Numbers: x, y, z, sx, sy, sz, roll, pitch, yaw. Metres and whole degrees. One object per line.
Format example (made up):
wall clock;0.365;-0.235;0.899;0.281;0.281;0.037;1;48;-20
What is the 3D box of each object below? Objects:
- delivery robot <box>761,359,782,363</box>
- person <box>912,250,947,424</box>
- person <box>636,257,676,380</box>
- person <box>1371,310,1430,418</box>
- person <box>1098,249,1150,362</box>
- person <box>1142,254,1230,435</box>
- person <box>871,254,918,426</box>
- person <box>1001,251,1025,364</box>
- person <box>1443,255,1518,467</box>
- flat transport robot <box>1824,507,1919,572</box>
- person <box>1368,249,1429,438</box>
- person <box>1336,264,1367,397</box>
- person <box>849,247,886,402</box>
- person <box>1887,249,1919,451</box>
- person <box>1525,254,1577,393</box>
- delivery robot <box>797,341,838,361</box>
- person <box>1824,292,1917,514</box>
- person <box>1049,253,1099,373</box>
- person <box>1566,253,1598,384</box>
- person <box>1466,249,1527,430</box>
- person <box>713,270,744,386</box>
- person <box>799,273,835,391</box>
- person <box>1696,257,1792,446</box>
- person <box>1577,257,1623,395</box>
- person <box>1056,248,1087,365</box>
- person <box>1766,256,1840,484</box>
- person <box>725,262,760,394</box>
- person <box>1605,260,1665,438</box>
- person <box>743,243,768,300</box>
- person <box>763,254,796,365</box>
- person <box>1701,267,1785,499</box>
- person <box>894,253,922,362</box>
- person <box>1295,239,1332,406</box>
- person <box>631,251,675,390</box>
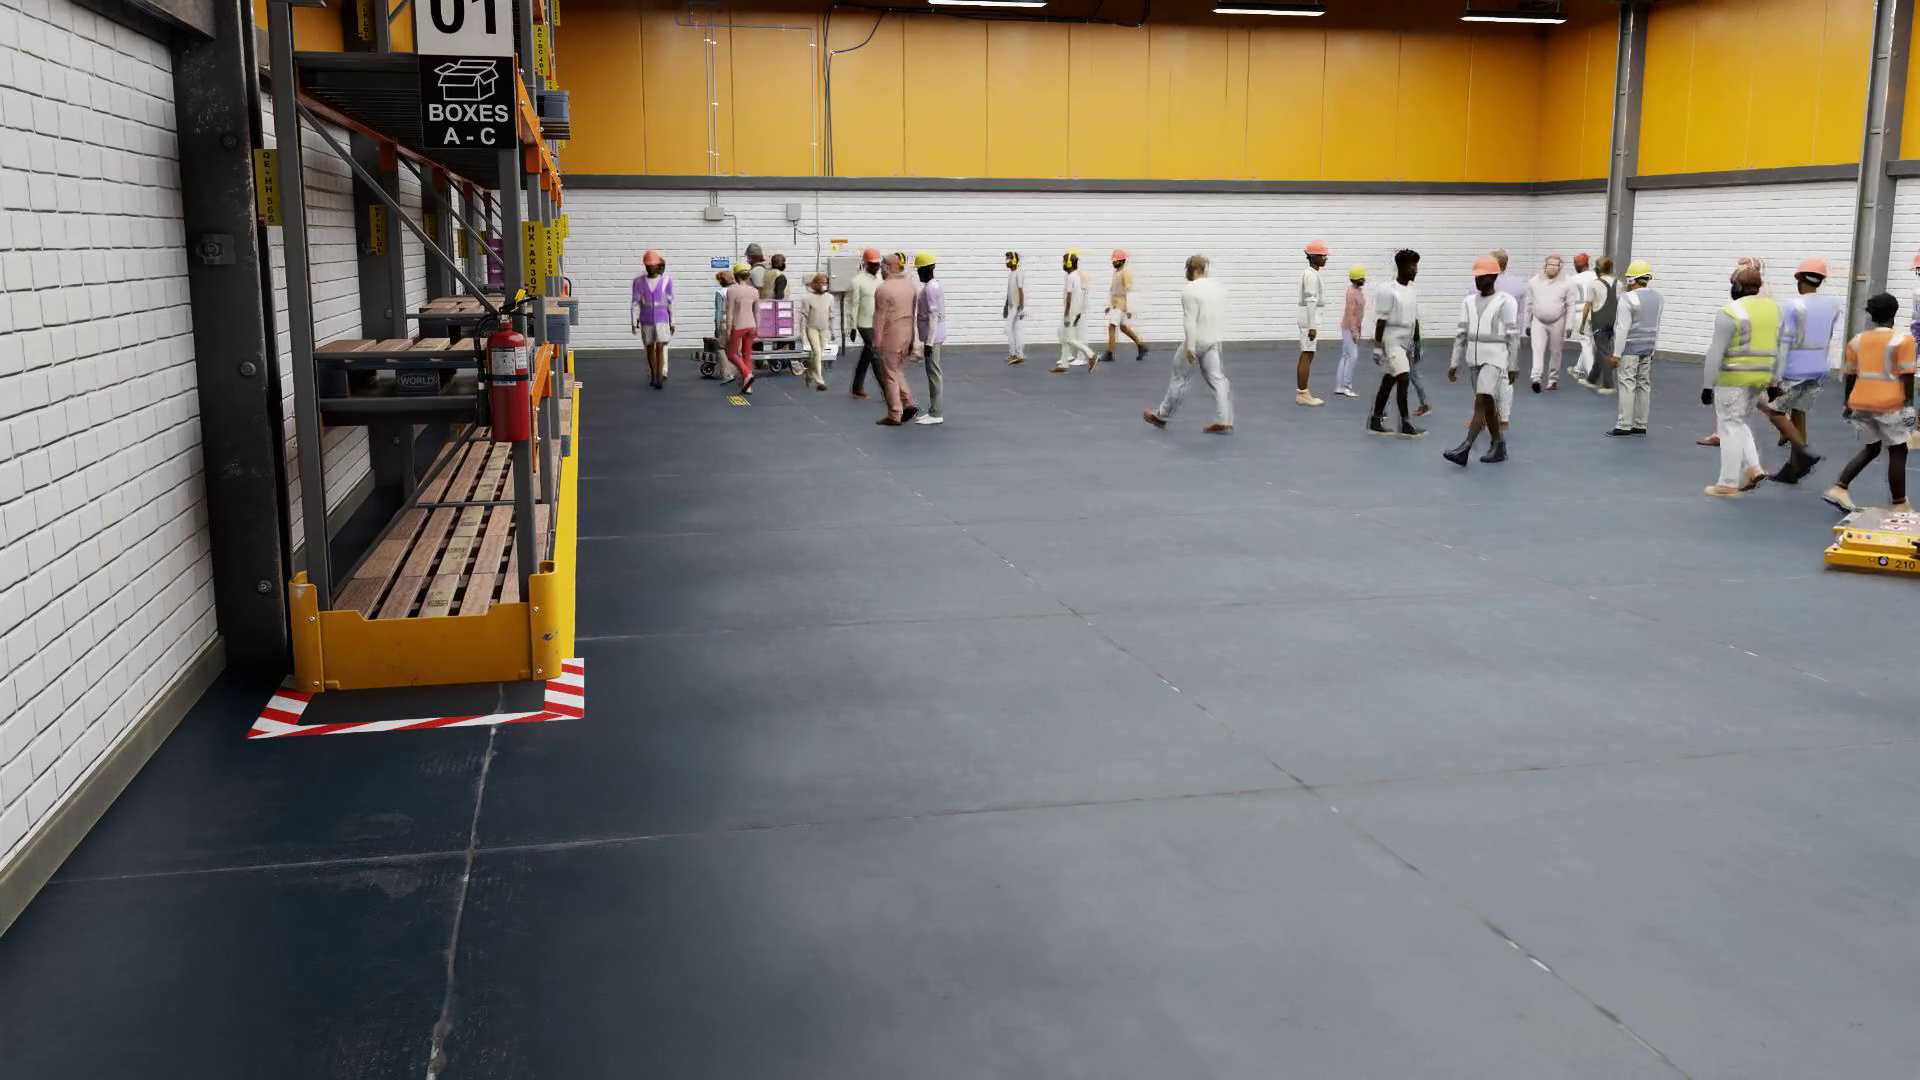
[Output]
delivery robot;-3.033;-3.068;26.565;0.477;0.478;0.707;-2;10;-11
person;-0.342;-2.242;18.461;0.383;1.921;0.586;0;10;3
person;-4.464;-3.242;24.401;0.626;1.789;1.014;-2;11;-13
person;5.103;-2.180;19.093;0.876;1.573;0.533;-8;13;-37
person;2.770;-3.937;27.933;0.934;1.901;0.552;-2;10;-12
person;2.463;-2.069;17.603;1.059;1.875;0.627;10;14;44
person;-0.758;-2.191;18.282;0.417;1.882;0.667;7;12;32
person;0.825;-3.809;27.342;0.599;1.848;0.554;-3;11;-14
person;4.668;-1.611;15.039;0.969;1.887;0.565;-7;12;-34
flat transport robot;6.039;-0.016;10.697;0.652;0.197;1.431;7;13;35
person;4.597;-2.011;17.123;0.884;1.931;0.624;10;14;43
person;5.120;-2.736;21.766;0.415;1.720;0.600;5;11;25
person;-1.082;-2.726;21.088;1.020;1.937;0.626;9;14;41
person;9.521;-1.832;16.058;0.876;1.988;0.618;0;10;0
person;7.903;-2.901;22.312;0.659;1.843;1.055;5;11;26
delivery robot;-2.257;-2.929;25.795;0.707;0.478;0.477;-5;11;-24
person;6.737;-0.983;12.229;0.519;1.653;0.575;-3;11;-17
person;1.744;-3.455;25.390;0.721;1.848;0.530;2;11;13
person;8.945;-3.178;23.885;0.640;1.831;0.964;-2;10;-9
person;5.731;-2.141;17.853;0.630;1.940;0.372;-1;10;-8
person;-3.208;-2.945;23.197;0.521;1.612;0.629;7;13;36
person;-1.986;-2.846;22.716;0.539;1.597;0.773;-8;13;-37
person;7.786;-1.830;16.303;0.831;1.875;0.657;5;11;25
person;8.494;-2.849;22.145;0.502;1.800;0.900;-3;11;-19
person;1.803;-3.773;26.977;0.636;1.901;0.620;-5;11;-27
person;7.014;-1.389;13.793;0.554;1.909;0.539;-3;11;-14
person;-2.865;-2.790;21.956;0.533;1.746;0.425;-10;14;-43
person;6.945;-1.961;17.150;0.598;1.832;0.404;-6;12;-28
person;-3.358;-3.919;27.422;0.979;2.000;0.681;1;10;5
person;-2.927;-3.781;27.315;0.950;1.793;0.636;-7;12;-32
person;6.163;-1.236;13.159;0.703;1.818;0.440;-4;11;-22
person;-1.013;-3.836;27.586;0.947;1.820;0.498;-7;13;-36
person;4.349;-2.671;20.500;0.397;2.044;0.609;2;10;9
person;-4.228;-3.020;22.889;0.575;1.882;0.997;-1;10;-6
